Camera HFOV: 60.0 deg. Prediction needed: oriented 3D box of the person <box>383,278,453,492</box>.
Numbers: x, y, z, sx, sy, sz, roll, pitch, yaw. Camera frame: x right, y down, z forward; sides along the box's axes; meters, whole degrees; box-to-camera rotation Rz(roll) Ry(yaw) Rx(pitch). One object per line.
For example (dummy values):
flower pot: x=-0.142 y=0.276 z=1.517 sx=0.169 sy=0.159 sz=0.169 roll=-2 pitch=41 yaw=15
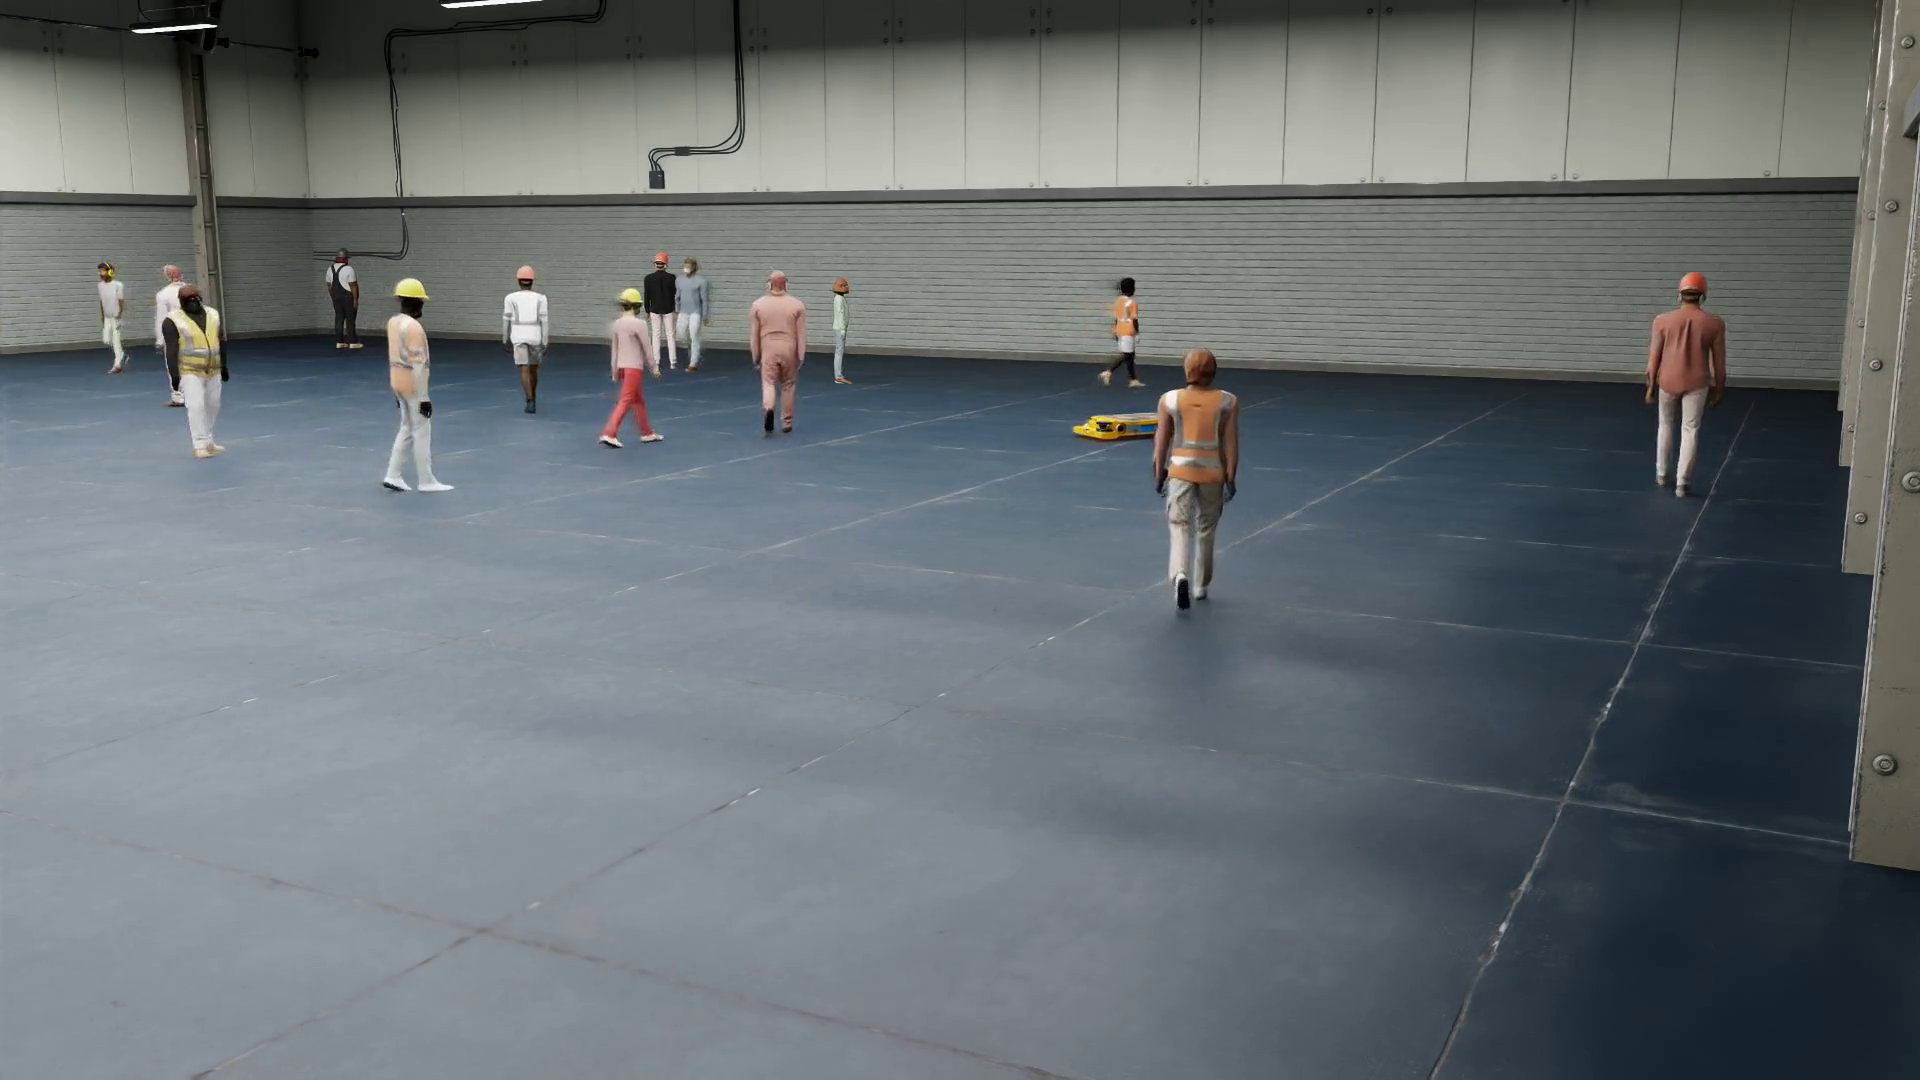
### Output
person: x=-4.908 y=-1.369 z=14.891 sx=0.468 sy=1.941 sz=0.601 roll=-8 pitch=13 yaw=-38

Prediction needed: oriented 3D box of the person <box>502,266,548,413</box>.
person: x=-5.690 y=-2.626 z=21.789 sx=0.568 sy=1.885 sz=0.982 roll=-5 pitch=11 yaw=-24

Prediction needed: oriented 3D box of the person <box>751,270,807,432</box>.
person: x=-2.093 y=-2.158 z=19.215 sx=0.642 sy=1.895 sz=0.678 roll=0 pitch=10 yaw=-2

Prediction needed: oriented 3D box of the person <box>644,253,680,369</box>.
person: x=-5.132 y=-3.945 z=28.678 sx=0.612 sy=1.995 sz=0.392 roll=0 pitch=10 yaw=-1

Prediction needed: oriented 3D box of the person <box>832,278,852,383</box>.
person: x=-1.843 y=-3.263 z=25.940 sx=0.283 sy=1.636 sz=0.500 roll=-1 pitch=10 yaw=-7

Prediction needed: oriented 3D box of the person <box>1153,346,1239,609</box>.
person: x=1.457 y=-0.381 z=10.282 sx=0.521 sy=1.618 sz=0.709 roll=1 pitch=10 yaw=7

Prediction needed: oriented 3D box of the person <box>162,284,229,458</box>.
person: x=-7.944 y=-1.748 z=17.258 sx=0.618 sy=1.804 sz=0.686 roll=6 pitch=12 yaw=32

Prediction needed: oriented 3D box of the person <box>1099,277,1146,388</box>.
person: x=2.447 y=-3.098 z=24.941 sx=0.764 sy=1.674 sz=0.535 roll=-4 pitch=11 yaw=-19

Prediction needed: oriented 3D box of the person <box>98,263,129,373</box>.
person: x=-14.160 y=-3.715 z=27.855 sx=0.504 sy=1.846 sz=0.500 roll=3 pitch=11 yaw=14

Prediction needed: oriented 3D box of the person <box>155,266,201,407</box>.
person: x=-10.469 y=-2.707 z=22.310 sx=0.408 sy=1.908 sz=0.678 roll=6 pitch=12 yaw=32

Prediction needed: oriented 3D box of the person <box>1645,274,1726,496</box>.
person: x=6.520 y=-1.401 z=14.939 sx=0.659 sy=1.944 sz=0.998 roll=5 pitch=11 yaw=24

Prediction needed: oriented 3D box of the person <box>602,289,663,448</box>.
person: x=-3.611 y=-1.876 z=18.154 sx=0.534 sy=1.724 sz=0.910 roll=10 pitch=14 yaw=43

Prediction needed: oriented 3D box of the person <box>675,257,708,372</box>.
person: x=-4.525 y=-3.784 z=27.977 sx=0.649 sy=1.929 sz=0.443 roll=4 pitch=11 yaw=23

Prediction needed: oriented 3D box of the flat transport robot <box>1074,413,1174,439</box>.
flat transport robot: x=2.089 y=-1.323 z=19.088 sx=1.431 sy=0.197 sz=0.652 roll=-5 pitch=11 yaw=-24

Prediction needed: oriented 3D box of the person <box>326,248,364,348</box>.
person: x=-12.549 y=-4.946 z=34.012 sx=0.688 sy=2.000 sz=0.537 roll=4 pitch=11 yaw=22
